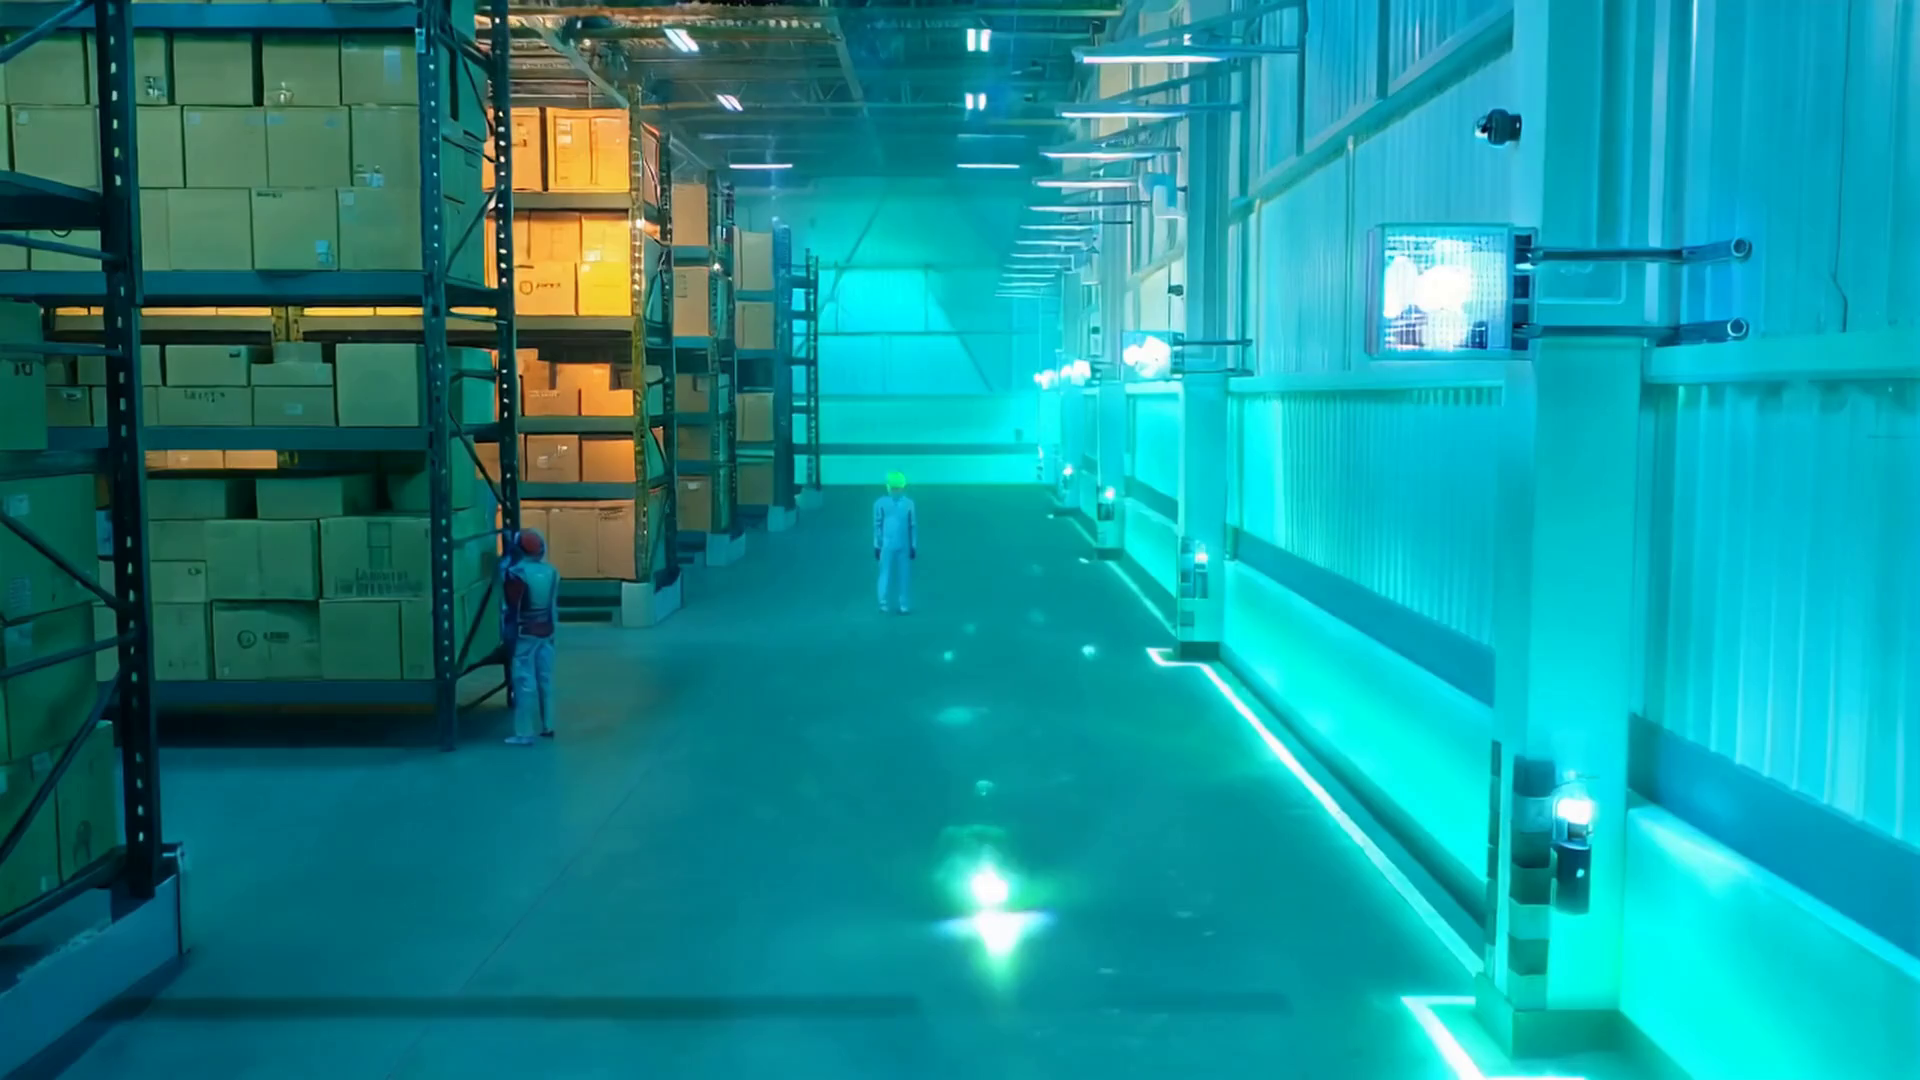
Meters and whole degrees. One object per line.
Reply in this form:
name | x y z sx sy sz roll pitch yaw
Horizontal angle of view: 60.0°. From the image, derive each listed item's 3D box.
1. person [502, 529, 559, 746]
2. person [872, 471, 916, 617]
person | -3.234 0.732 12.585 0.313 1.632 0.525 3 6 31
person | -0.772 0.047 19.888 0.565 1.745 0.348 -3 6 -28
